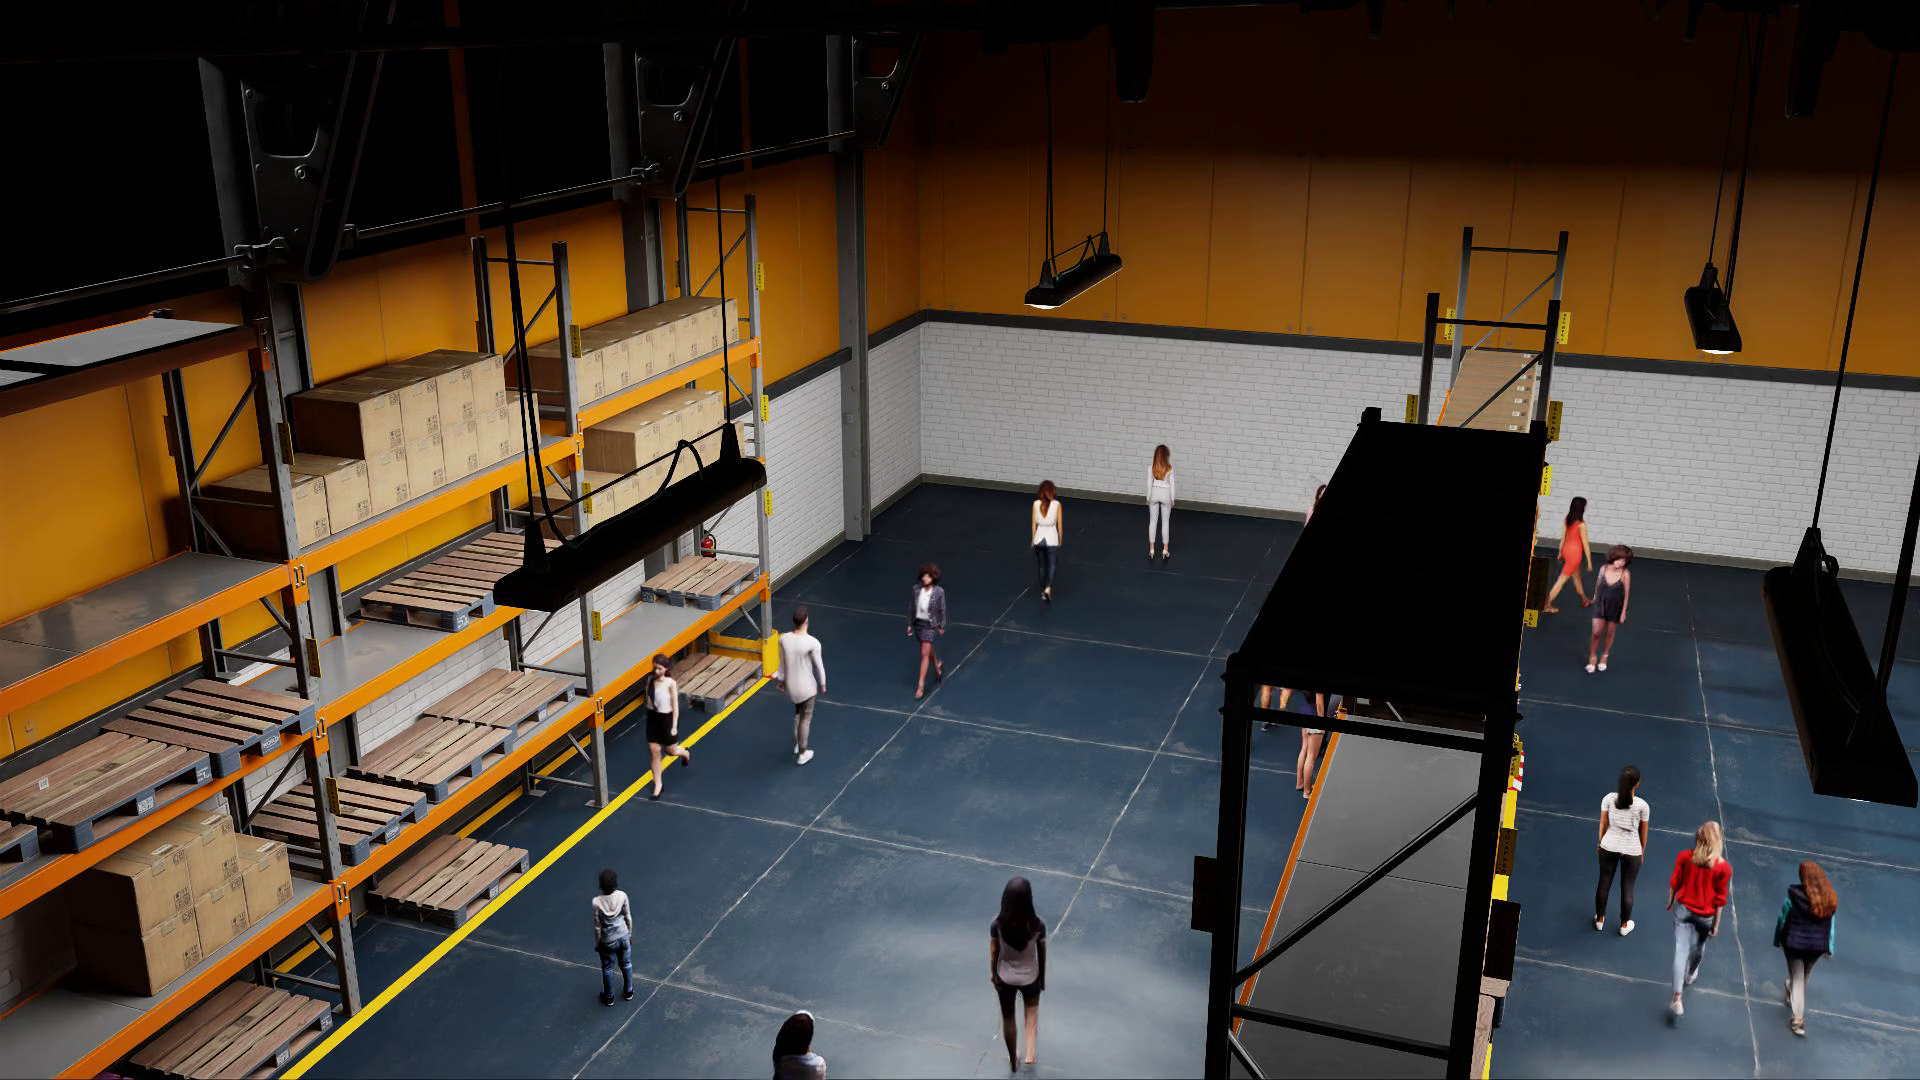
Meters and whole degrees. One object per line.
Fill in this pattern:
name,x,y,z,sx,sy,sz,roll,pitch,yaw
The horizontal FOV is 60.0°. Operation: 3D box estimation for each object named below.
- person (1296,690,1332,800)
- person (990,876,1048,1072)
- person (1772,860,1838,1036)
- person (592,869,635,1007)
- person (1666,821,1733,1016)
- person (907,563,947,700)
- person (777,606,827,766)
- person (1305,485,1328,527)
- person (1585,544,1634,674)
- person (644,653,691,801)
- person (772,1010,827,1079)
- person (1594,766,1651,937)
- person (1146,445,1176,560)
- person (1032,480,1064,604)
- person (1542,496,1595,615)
person,3.768,1.909,17.774,0.715,1.767,0.599,-2,19,-5
person,0.451,3.496,13.174,0.702,1.695,0.740,-1,19,-2
person,7.023,3.404,13.798,0.704,1.471,0.937,3,19,8
person,-2.967,3.377,14.207,0.568,1.261,0.629,-9,21,-24
person,6.187,3.218,14.049,0.783,1.662,1.191,11,21,29
person,-0.384,1.064,20.452,0.682,1.658,1.060,9,21,25
person,-1.803,1.637,18.489,0.706,1.825,0.650,8,20,21
person,5.003,0.078,23.235,1.051,1.751,1.197,-5,19,-15
person,8.153,0.854,20.934,0.604,1.749,0.747,12,22,33
person,-3.139,1.959,17.837,0.575,1.631,0.888,8,20,23
person,-1.134,4.072,11.326,0.743,1.782,1.180,4,19,13
person,6.052,2.833,15.223,0.604,1.643,0.574,11,21,29
person,3.030,-0.581,25.167,0.604,1.767,0.553,5,19,13
person,1.204,0.054,23.272,0.666,1.773,0.900,4,19,11
person,8.329,0.264,22.821,1.105,1.663,1.149,-5,19,-14
